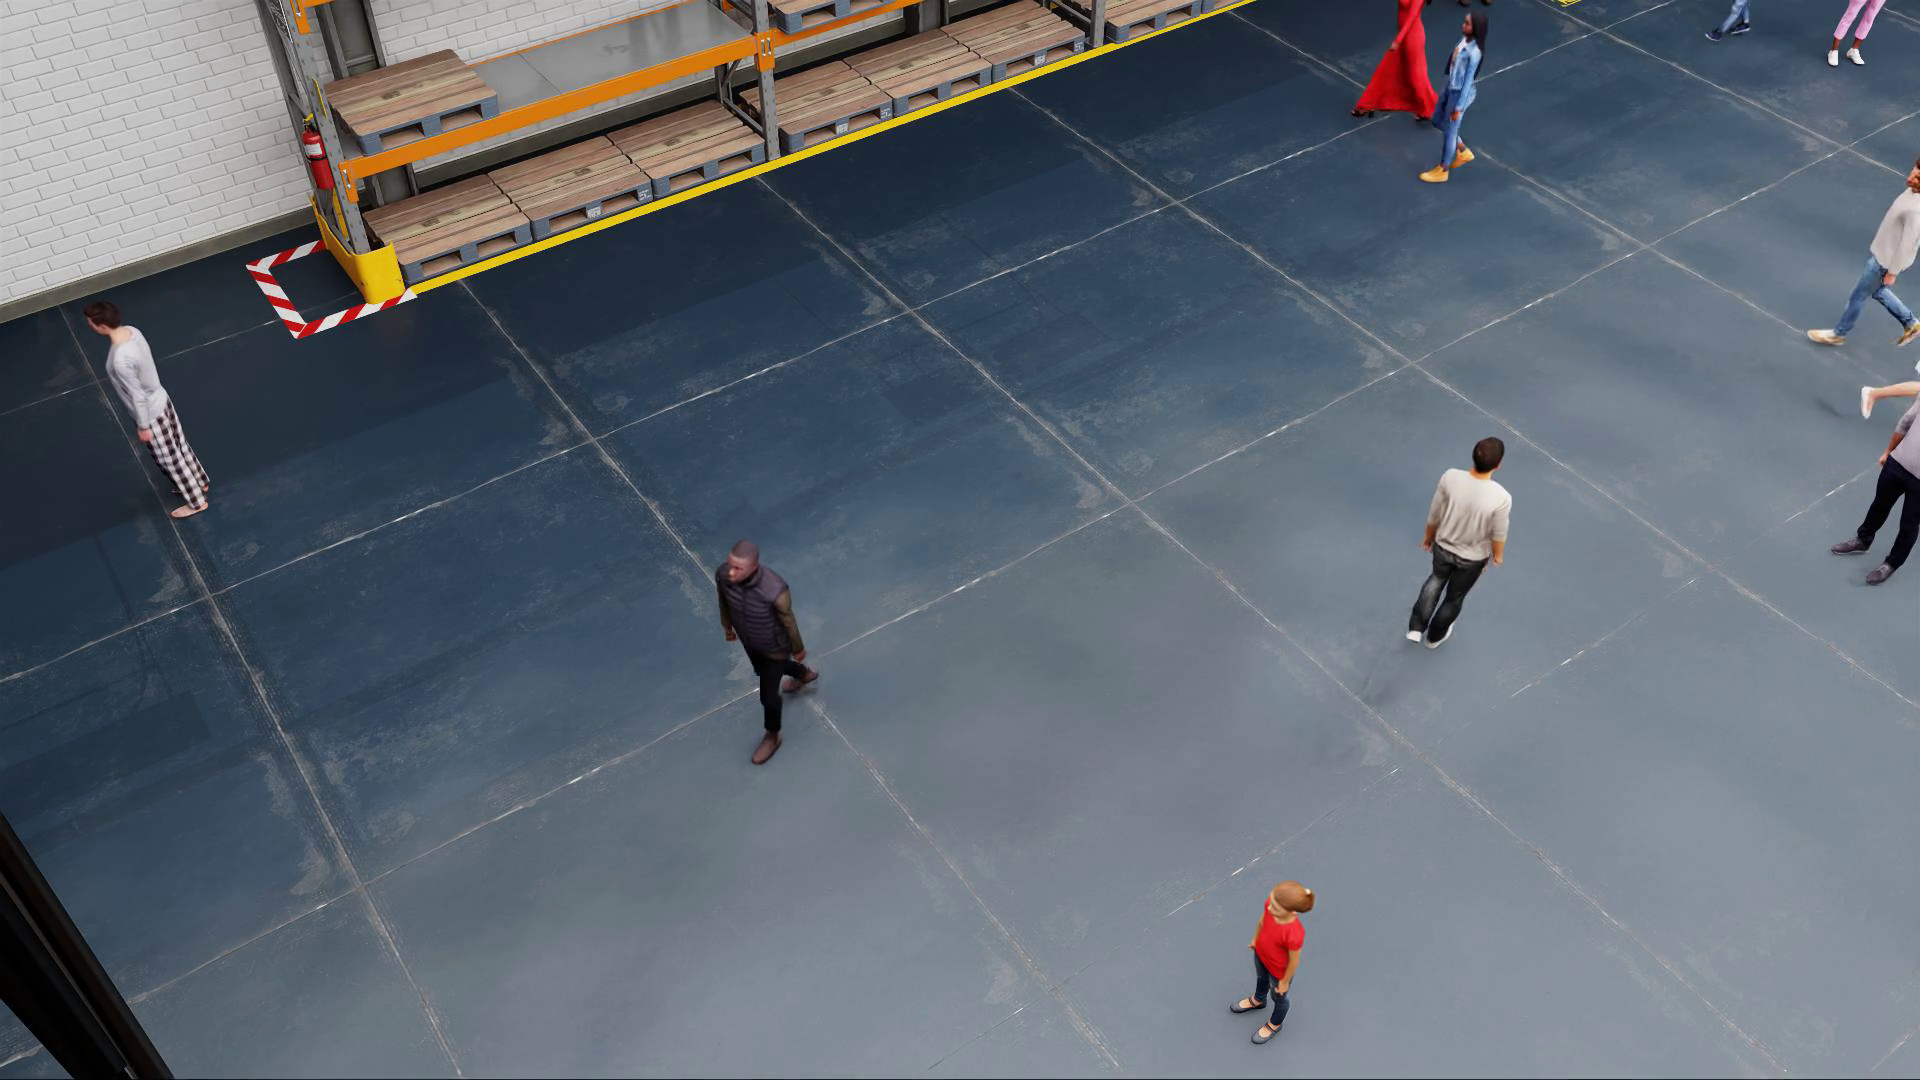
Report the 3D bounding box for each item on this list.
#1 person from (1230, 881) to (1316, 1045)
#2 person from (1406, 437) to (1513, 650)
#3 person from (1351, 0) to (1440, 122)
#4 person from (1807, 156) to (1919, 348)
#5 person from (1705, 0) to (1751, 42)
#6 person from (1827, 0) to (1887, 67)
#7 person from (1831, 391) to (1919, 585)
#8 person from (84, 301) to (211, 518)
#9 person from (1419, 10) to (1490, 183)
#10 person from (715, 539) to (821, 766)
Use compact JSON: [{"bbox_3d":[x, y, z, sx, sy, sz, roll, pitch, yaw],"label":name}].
[{"bbox_3d":[1.702,2.244,8.936,0.529,1.309,0.527,-16,46,-16],"label":"person"},{"bbox_3d":[3.225,0.101,10.832,0.749,1.798,0.790,30,51,28],"label":"person"},{"bbox_3d":[4.410,-4.795,16.009,1.209,1.746,0.993,-3,44,-3],"label":"person"},{"bbox_3d":[7.492,-2.236,13.233,1.059,1.870,1.121,20,47,20],"label":"person"},{"bbox_3d":[8.339,-5.878,17.523,0.924,1.226,0.655,-14,45,-14],"label":"person"},{"bbox_3d":[9.343,-5.695,16.958,0.616,1.740,0.712,-1,44,-1],"label":"person"},{"bbox_3d":[6.581,-0.484,11.414,0.602,1.842,0.705,-16,46,-16],"label":"person"},{"bbox_3d":[-5.790,-0.947,11.897,0.672,1.847,0.703,-10,44,-10],"label":"person"},{"bbox_3d":[4.656,-4.050,15.257,0.871,1.705,0.807,3,44,3],"label":"person"},{"bbox_3d":[-1.148,0.582,10.329,0.931,1.797,1.133,28,50,26],"label":"person"}]
